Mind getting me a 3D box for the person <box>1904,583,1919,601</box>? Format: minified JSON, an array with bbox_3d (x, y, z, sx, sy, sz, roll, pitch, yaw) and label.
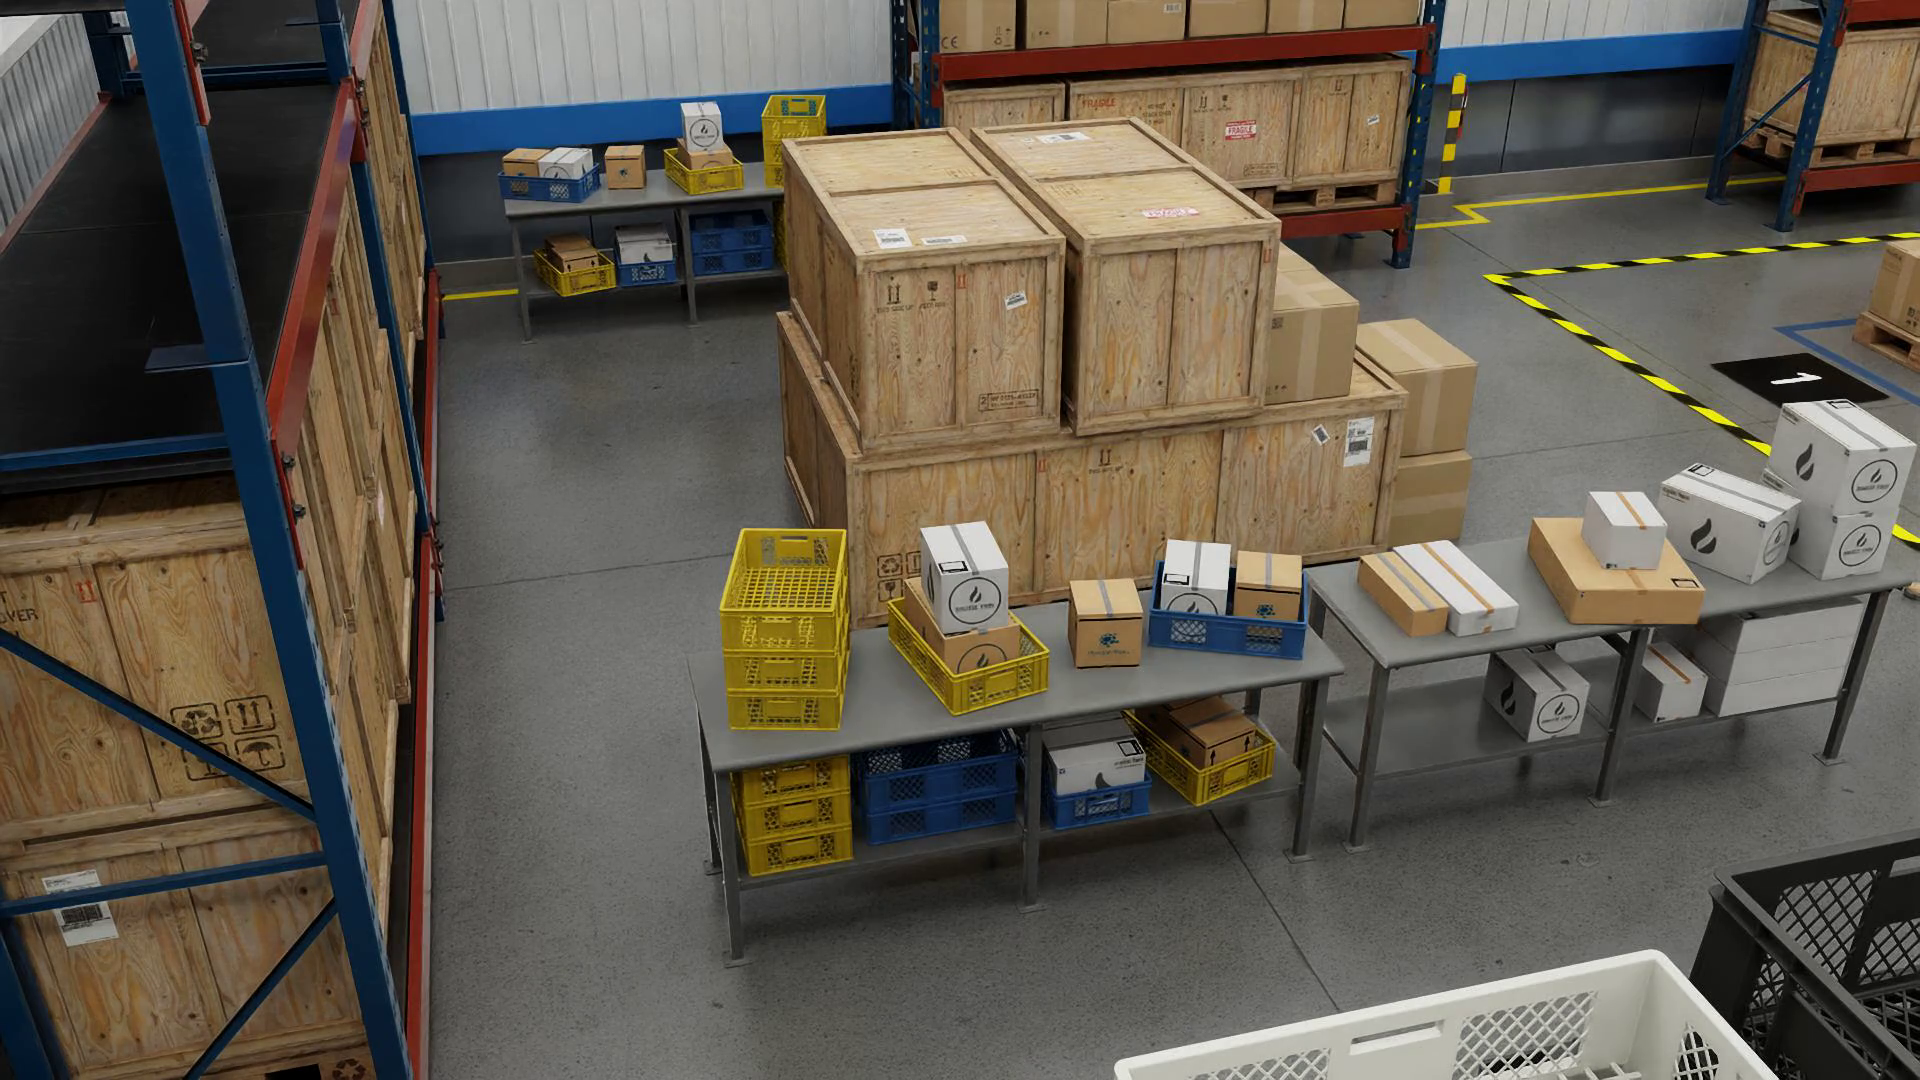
[{"bbox_3d":[5.158,-0.493,8.176,0.386,2.039,0.613,0,29,0],"label":"person"}]
